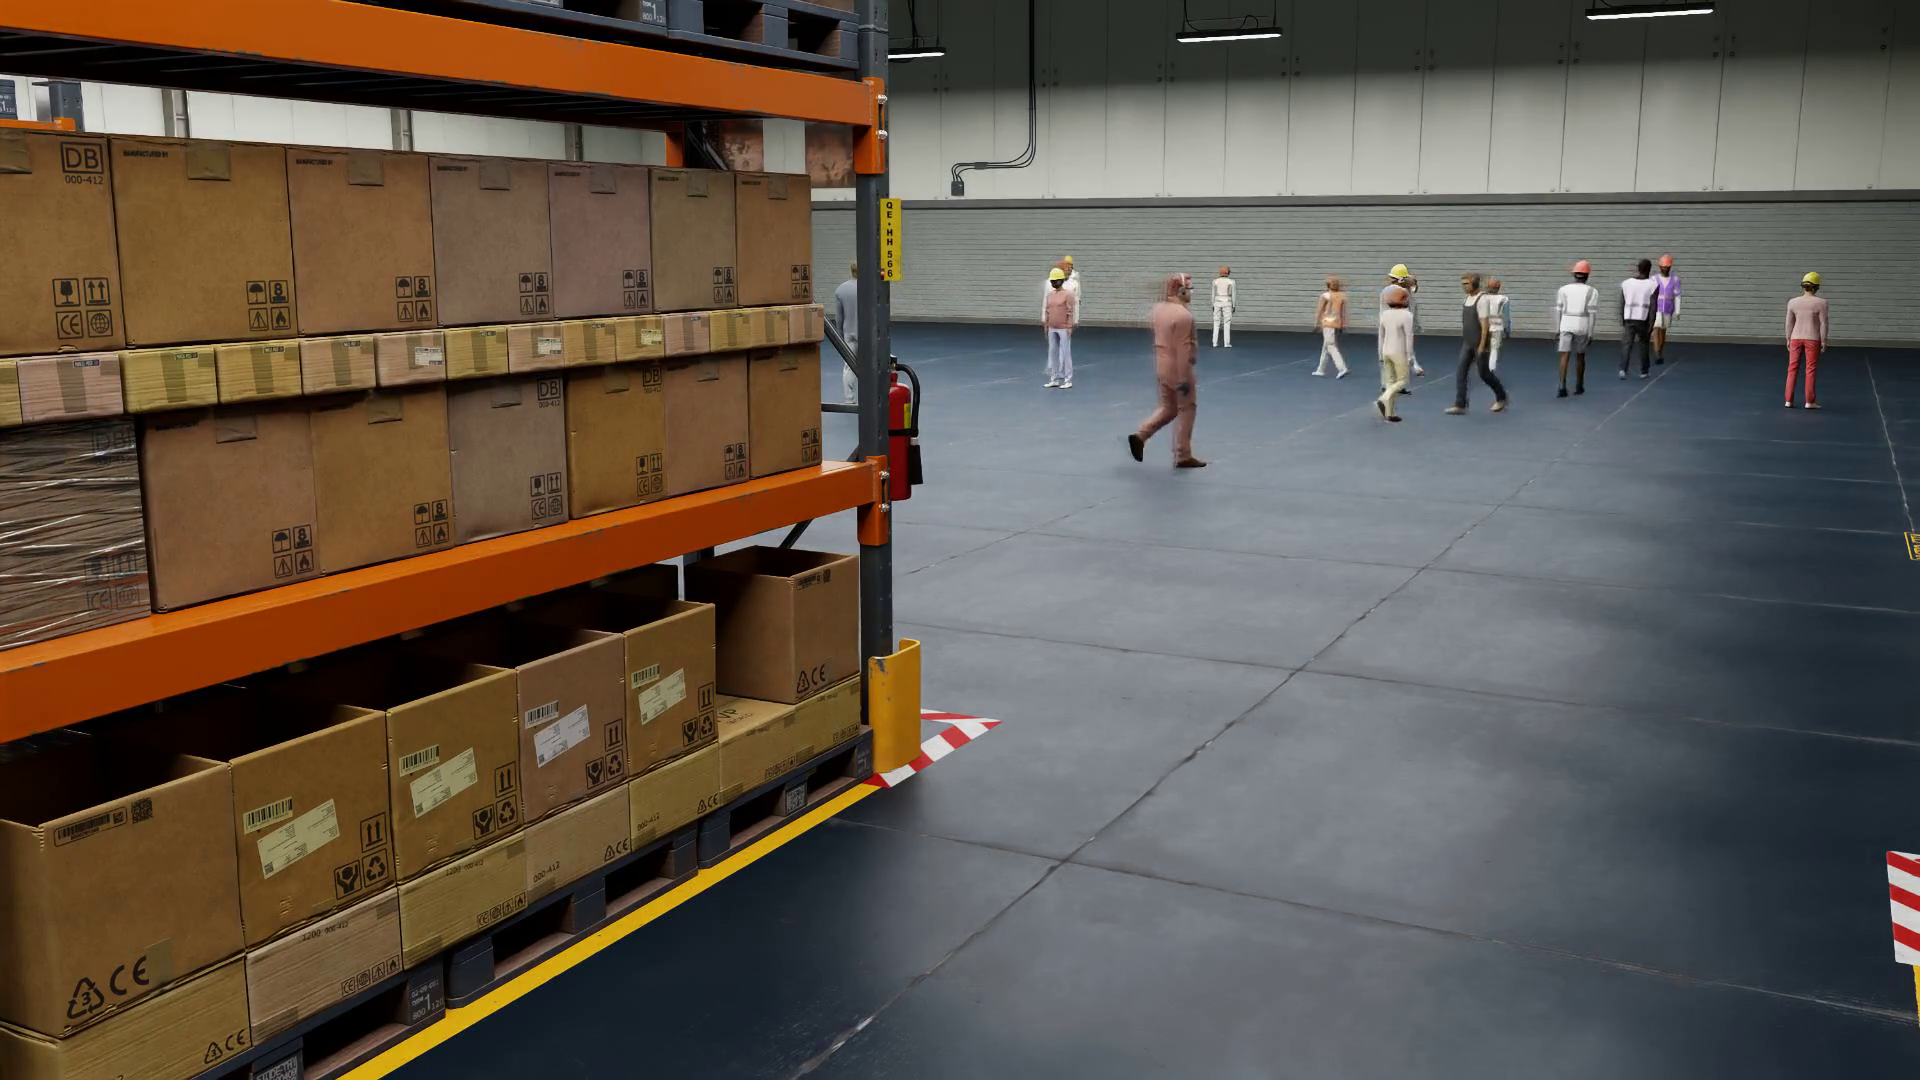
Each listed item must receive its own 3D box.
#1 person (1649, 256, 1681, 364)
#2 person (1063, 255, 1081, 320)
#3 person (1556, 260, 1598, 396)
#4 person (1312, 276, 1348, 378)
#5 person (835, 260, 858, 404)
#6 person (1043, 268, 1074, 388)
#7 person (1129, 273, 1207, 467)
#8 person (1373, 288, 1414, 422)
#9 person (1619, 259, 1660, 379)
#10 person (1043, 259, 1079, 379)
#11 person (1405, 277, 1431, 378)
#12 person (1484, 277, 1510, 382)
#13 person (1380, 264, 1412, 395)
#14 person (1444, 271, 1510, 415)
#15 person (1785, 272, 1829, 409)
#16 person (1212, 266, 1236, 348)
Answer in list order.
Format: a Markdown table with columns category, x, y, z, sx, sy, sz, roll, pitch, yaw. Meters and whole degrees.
| category | x | y | z | sx | sy | sz | roll | pitch | yaw |
| --- | --- | --- | --- | --- | --- | --- | --- | --- | --- |
| person | 12.304 | -4.022 | 29.106 | 0.563 | 1.885 | 0.987 | 2 | 11 | 13 |
| person | 2.350 | -5.341 | 36.501 | 0.612 | 1.811 | 0.756 | 4 | 11 | 21 |
| person | 8.607 | -2.959 | 23.279 | 0.550 | 1.900 | 0.959 | 6 | 12 | 28 |
| person | 5.871 | -3.355 | 26.233 | 0.520 | 1.603 | 0.828 | -8 | 13 | -37 |
| person | -1.299 | -2.620 | 21.322 | 0.627 | 1.935 | 0.372 | 5 | 12 | 27 |
| person | 1.440 | -3.106 | 24.457 | 0.524 | 1.761 | 0.336 | 9 | 14 | 41 |
| person | 2.030 | -1.623 | 16.014 | 0.687 | 1.882 | 0.654 | -3 | 11 | -18 |
| person | 5.143 | -2.191 | 19.815 | 0.497 | 1.617 | 0.516 | -6 | 12 | -30 |
| person | 10.613 | -3.453 | 26.039 | 0.592 | 1.877 | 0.963 | 8 | 13 | 36 |
| person | 1.596 | -3.445 | 25.987 | 0.601 | 1.866 | 0.428 | -5 | 11 | -25 |
| person | 7.057 | -3.320 | 26.061 | 0.831 | 1.583 | 0.492 | 8 | 13 | 36 |
| person | 8.059 | -3.175 | 25.240 | 0.525 | 1.608 | 0.779 | 5 | 11 | 23 |
| person | 6.151 | -2.954 | 23.421 | 0.403 | 1.833 | 0.586 | -4 | 11 | -20 |
| person | 6.545 | -2.472 | 20.891 | 0.892 | 1.800 | 0.565 | -4 | 11 | -20 |
| person | 10.961 | -2.575 | 21.538 | 0.309 | 1.769 | 0.525 | -9 | 14 | -41 |
| person | 5.283 | -4.672 | 33.343 | 0.508 | 1.629 | 0.314 | 5 | 12 | 27 |
